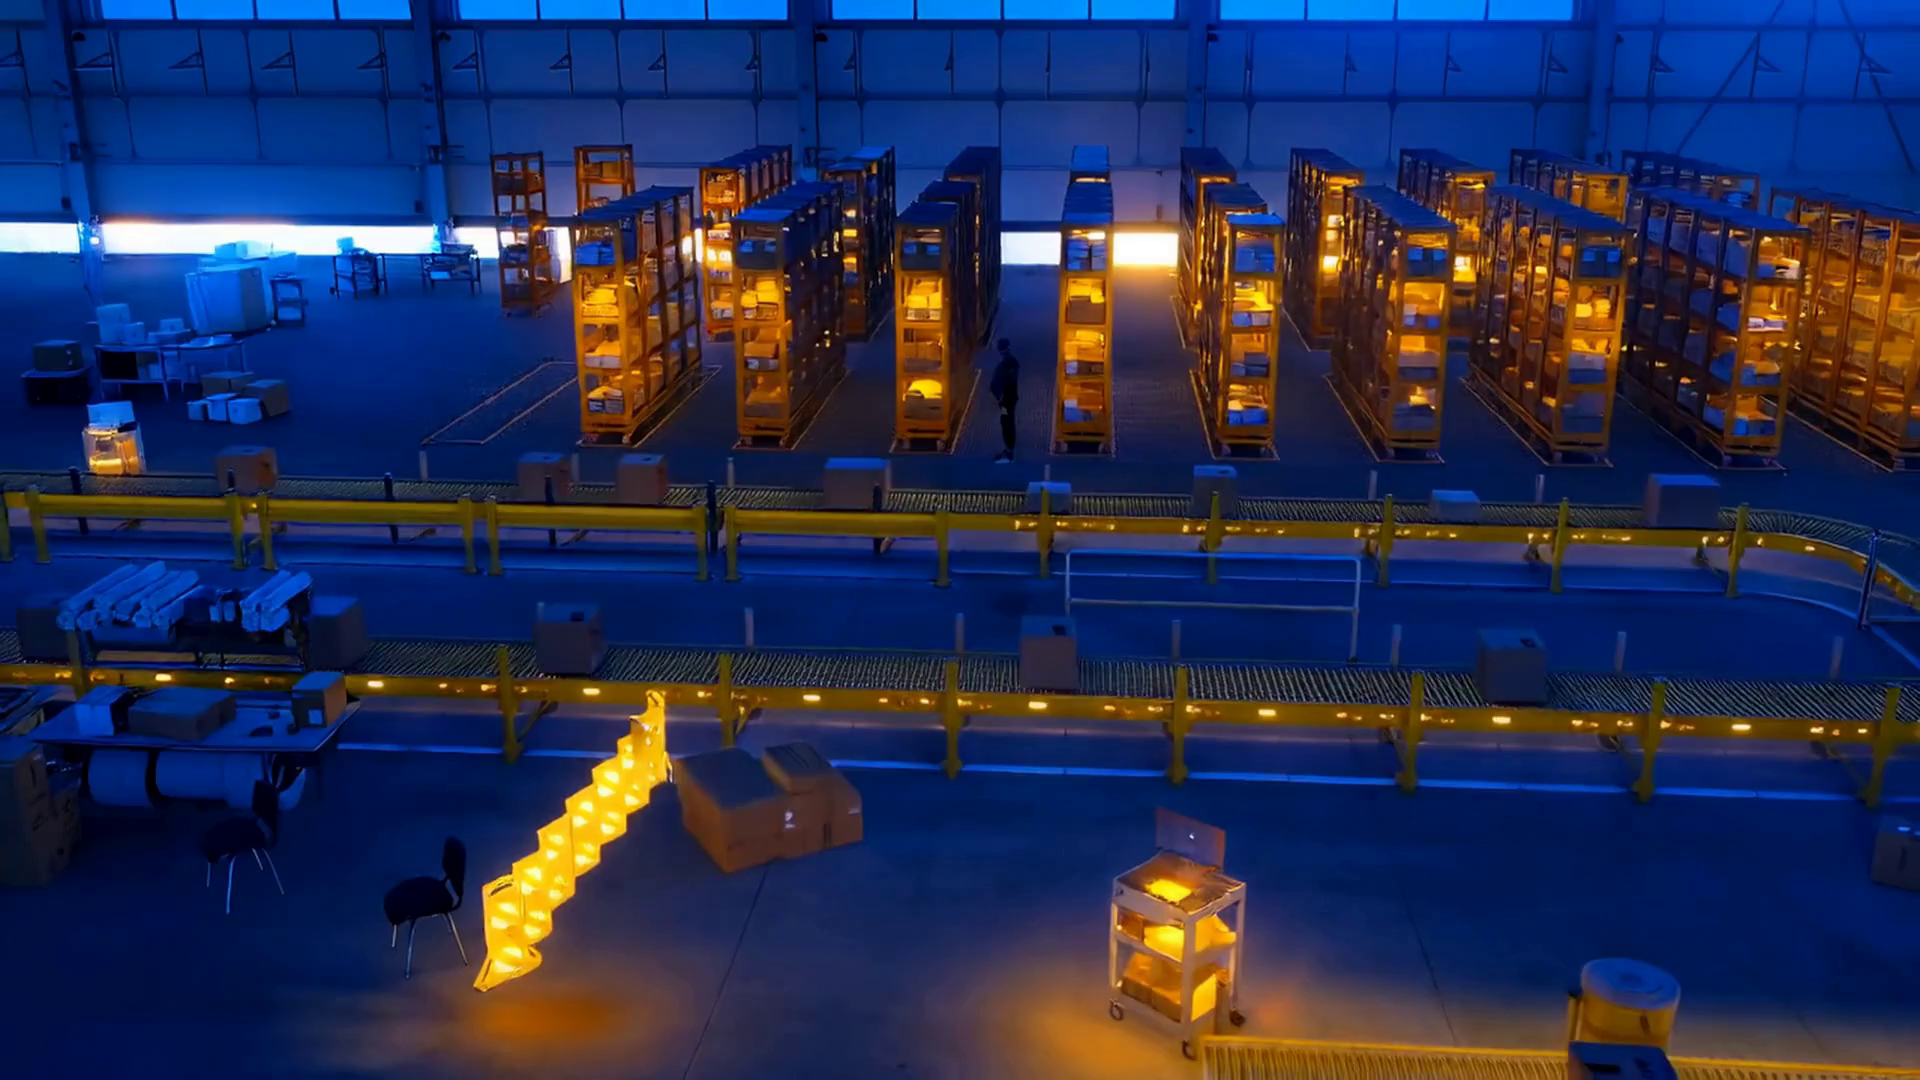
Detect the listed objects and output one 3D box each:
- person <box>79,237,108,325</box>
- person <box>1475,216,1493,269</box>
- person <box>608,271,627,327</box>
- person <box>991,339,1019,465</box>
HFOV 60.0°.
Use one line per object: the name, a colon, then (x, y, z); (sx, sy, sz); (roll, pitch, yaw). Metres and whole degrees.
person: (-19.021, -5.677, 36.462); (0.401, 1.904, 0.640); (2, 18, 6)
person: (13.266, -7.427, 42.225); (0.941, 1.770, 0.597); (-3, 18, -9)
person: (-7.307, -5.507, 36.213); (0.748, 1.726, 0.573); (-10, 20, -29)
person: (0.672, -2.087, 25.072); (0.401, 1.904, 0.640); (2, 18, 6)
